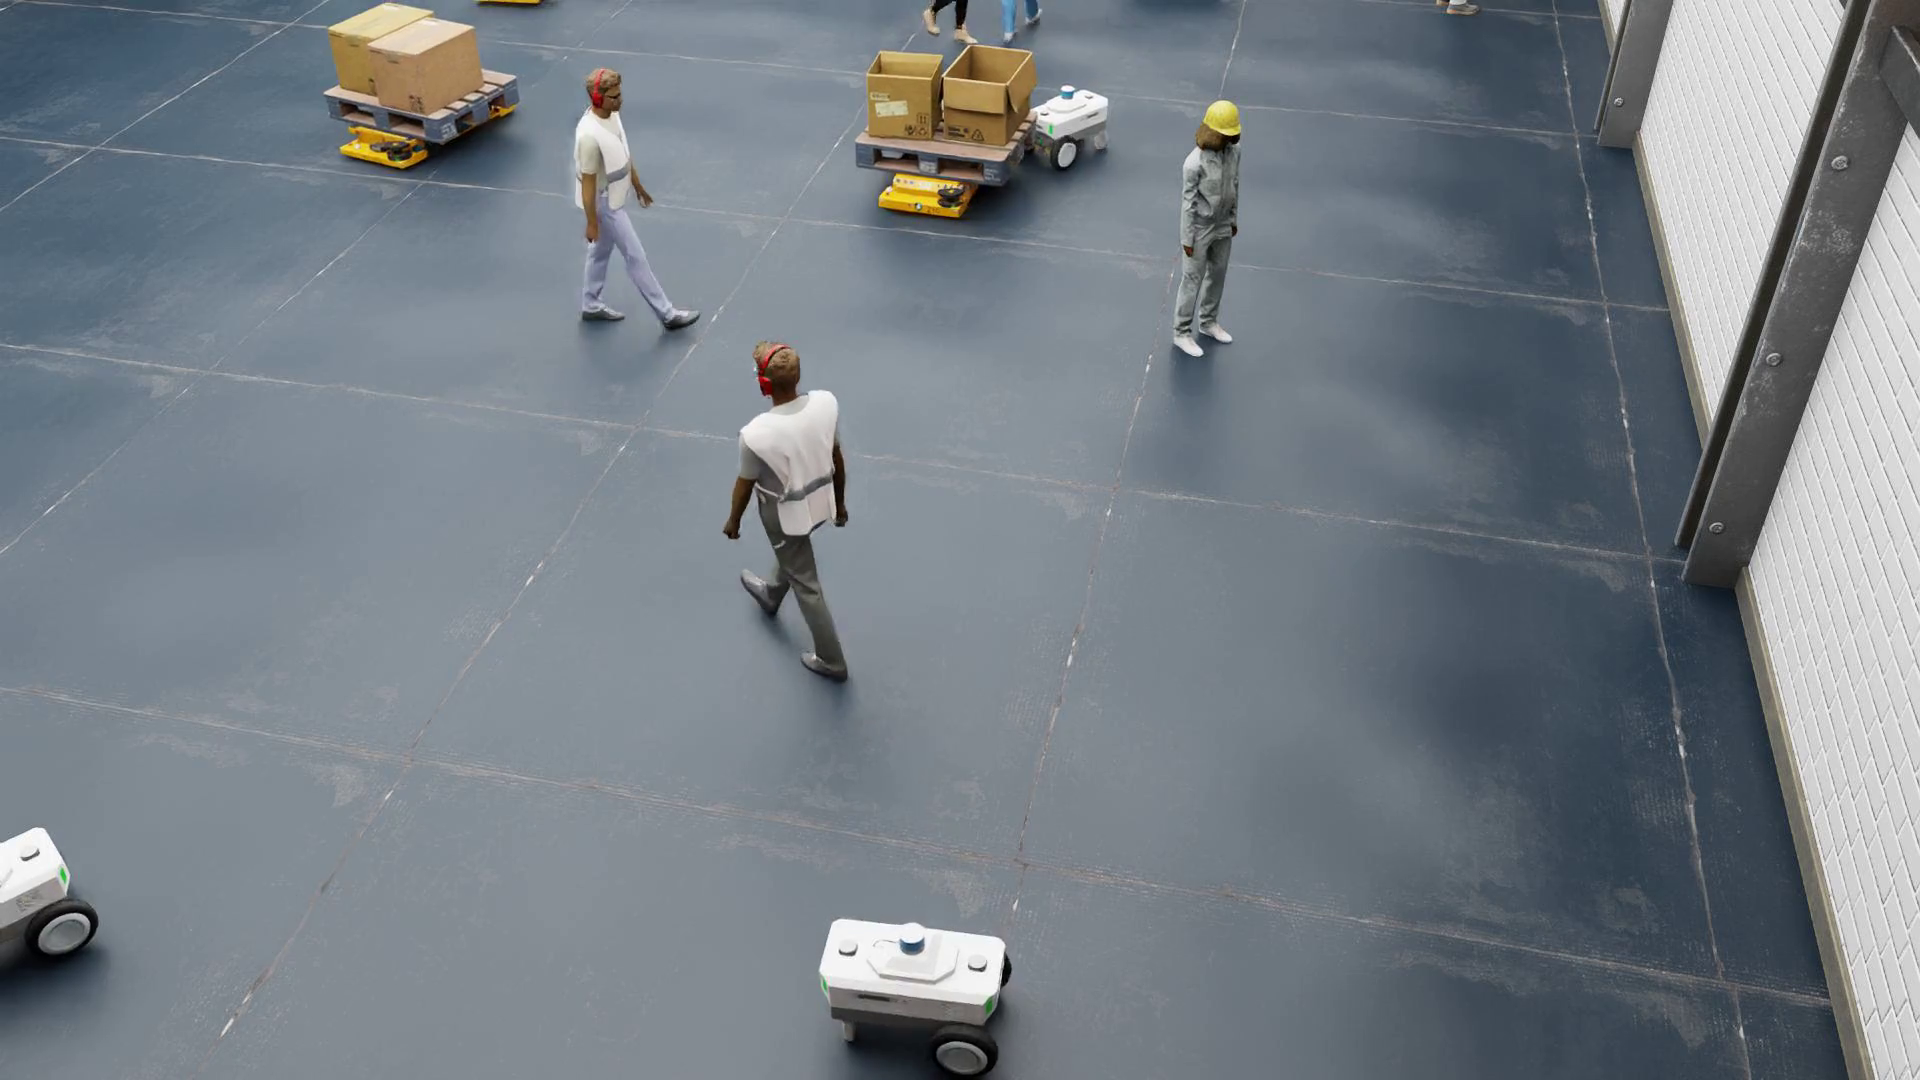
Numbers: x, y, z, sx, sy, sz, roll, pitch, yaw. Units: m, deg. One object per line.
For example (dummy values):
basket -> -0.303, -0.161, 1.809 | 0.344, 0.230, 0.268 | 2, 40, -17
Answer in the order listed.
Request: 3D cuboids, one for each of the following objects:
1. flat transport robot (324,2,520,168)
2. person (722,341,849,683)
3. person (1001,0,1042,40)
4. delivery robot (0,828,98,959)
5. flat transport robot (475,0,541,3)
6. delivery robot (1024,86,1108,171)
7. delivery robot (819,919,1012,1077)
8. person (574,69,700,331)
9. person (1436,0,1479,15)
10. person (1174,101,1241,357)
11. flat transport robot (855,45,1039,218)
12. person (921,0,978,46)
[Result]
flat transport robot -> -4.434, -3.494, 13.894 | 0.659, 0.231, 1.431 | 17, 40, 21
person -> -0.883, -0.174, 8.176 | 0.943, 1.795, 0.570 | 27, 44, 31
person -> 0.579, -5.593, 15.506 | 0.513, 1.690, 0.808 | 10, 38, 14
delivery robot -> -4.063, 1.532, 6.946 | 0.786, 0.614, 0.514 | -28, 45, -33
flat transport robot -> -4.407, -5.803, 16.983 | 0.659, 0.231, 1.431 | 4, 37, 5
delivery robot -> 0.844, -3.360, 13.492 | 0.808, 0.614, 0.499 | -29, 46, -33
delivery robot -> -0.156, 1.761, 6.629 | 0.773, 0.601, 0.513 | 5, 37, 7
person -> -2.186, -2.202, 10.884 | 0.909, 1.797, 0.573 | 0, 37, 0
person -> 4.903, -6.021, 15.927 | 0.337, 1.882, 0.583 | -5, 37, -7
person -> 1.608, -1.994, 10.668 | 0.489, 1.730, 0.321 | -28, 45, -32
flat transport robot -> -0.093, -2.964, 13.185 | 0.659, 0.231, 1.431 | 11, 38, 14
person -> -0.062, -5.389, 15.245 | 0.460, 1.677, 0.545 | 23, 42, 28
